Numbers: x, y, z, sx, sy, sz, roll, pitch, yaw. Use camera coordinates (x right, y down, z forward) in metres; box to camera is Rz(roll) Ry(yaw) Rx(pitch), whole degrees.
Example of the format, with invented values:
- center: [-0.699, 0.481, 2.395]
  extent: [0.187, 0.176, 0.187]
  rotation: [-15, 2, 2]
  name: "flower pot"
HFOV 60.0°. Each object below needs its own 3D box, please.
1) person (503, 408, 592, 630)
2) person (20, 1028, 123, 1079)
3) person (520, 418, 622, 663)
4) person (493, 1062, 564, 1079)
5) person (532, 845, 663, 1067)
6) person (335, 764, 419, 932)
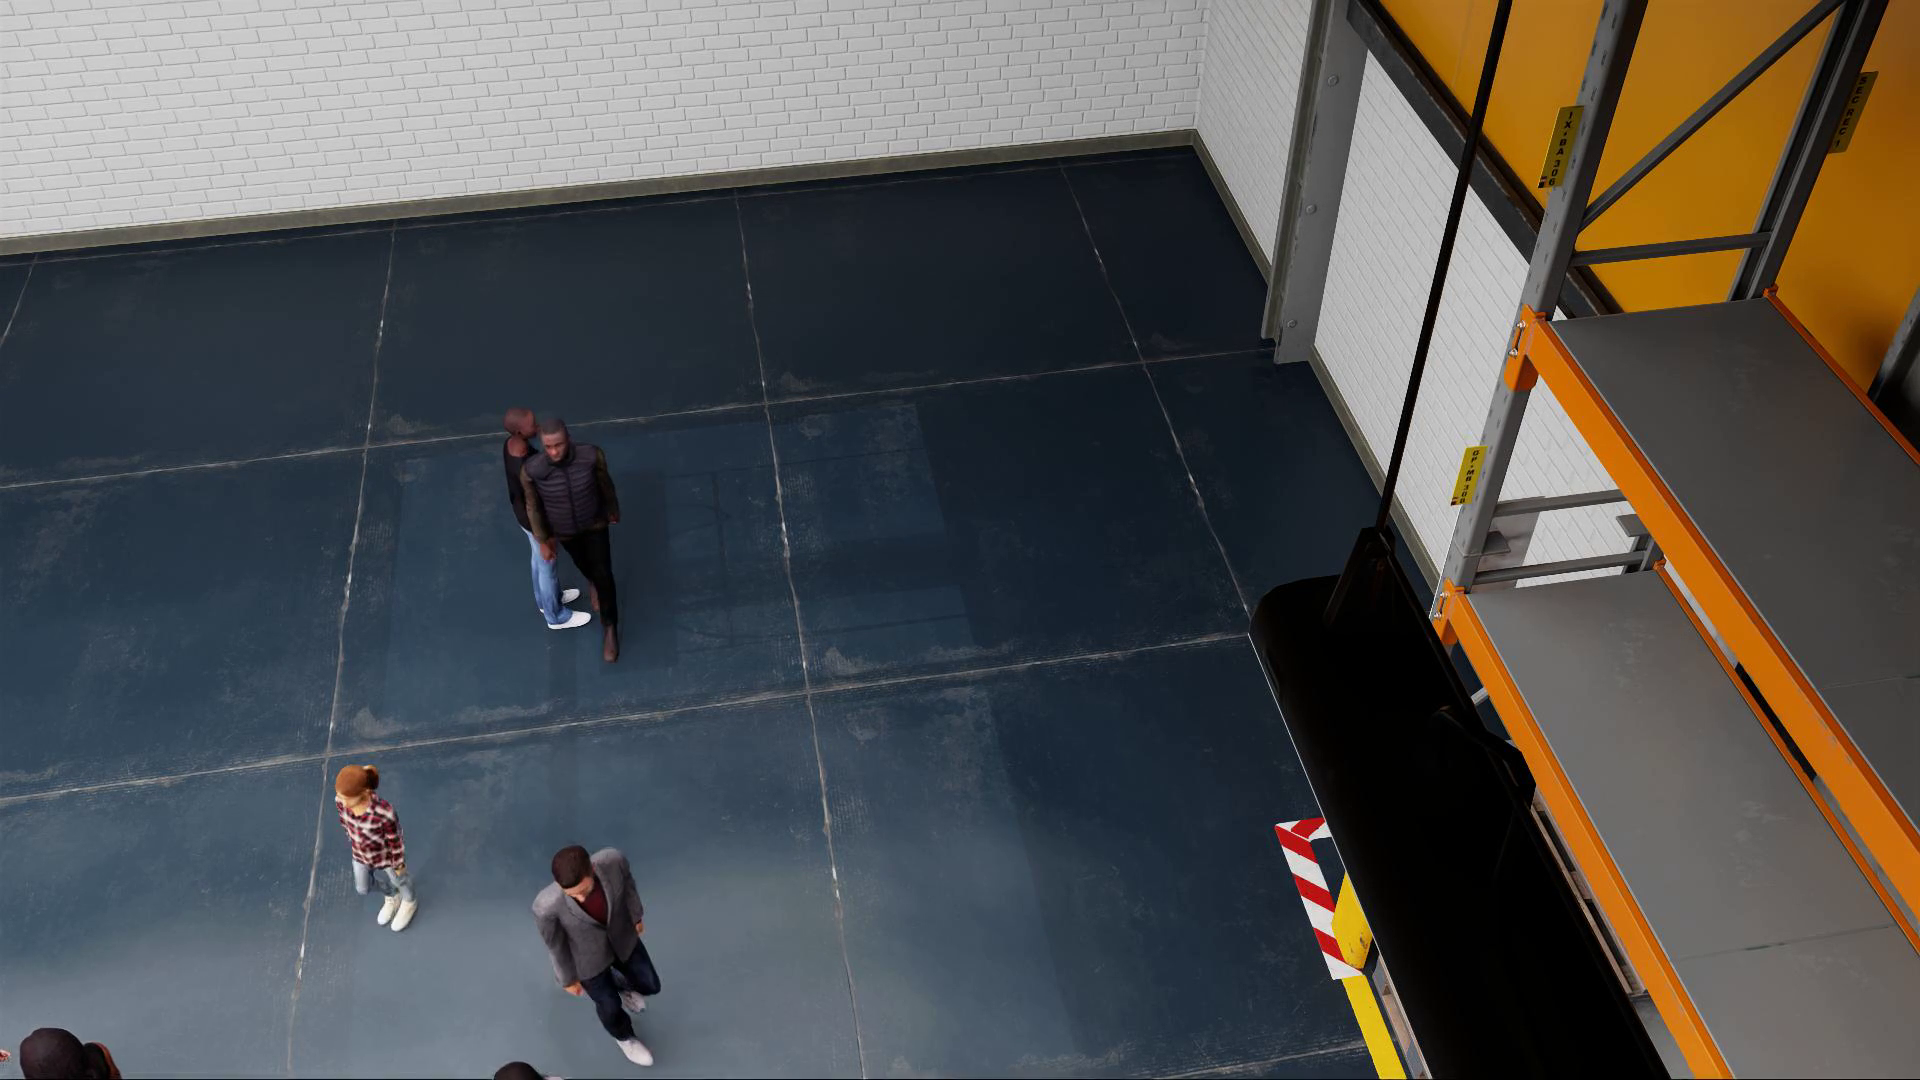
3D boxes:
- center: [-2.702, -0.143, 10.618]
  extent: [0.705, 1.750, 0.554]
  rotation: [-18, 46, -18]
  name: "person"
- center: [-3.891, 2.745, 7.594]
  extent: [0.720, 1.739, 0.610]
  rotation: [14, 45, 14]
  name: "person"
- center: [-2.427, -0.157, 10.604]
  extent: [0.703, 1.789, 1.045]
  rotation: [-8, 44, -8]
  name: "person"
- center: [-1.953, 2.762, 7.683]
  extent: [0.722, 1.591, 0.788]
  rotation: [-17, 46, -17]
  name: "person"
- center: [-1.849, 2.002, 8.298]
  extent: [0.953, 1.844, 0.899]
  rotation: [32, 52, 29]
  name: "person"
- center: [-3.149, 1.625, 9.088]
  extent: [0.628, 1.300, 0.651]
  rotation: [13, 45, 13]
  name: "person"
